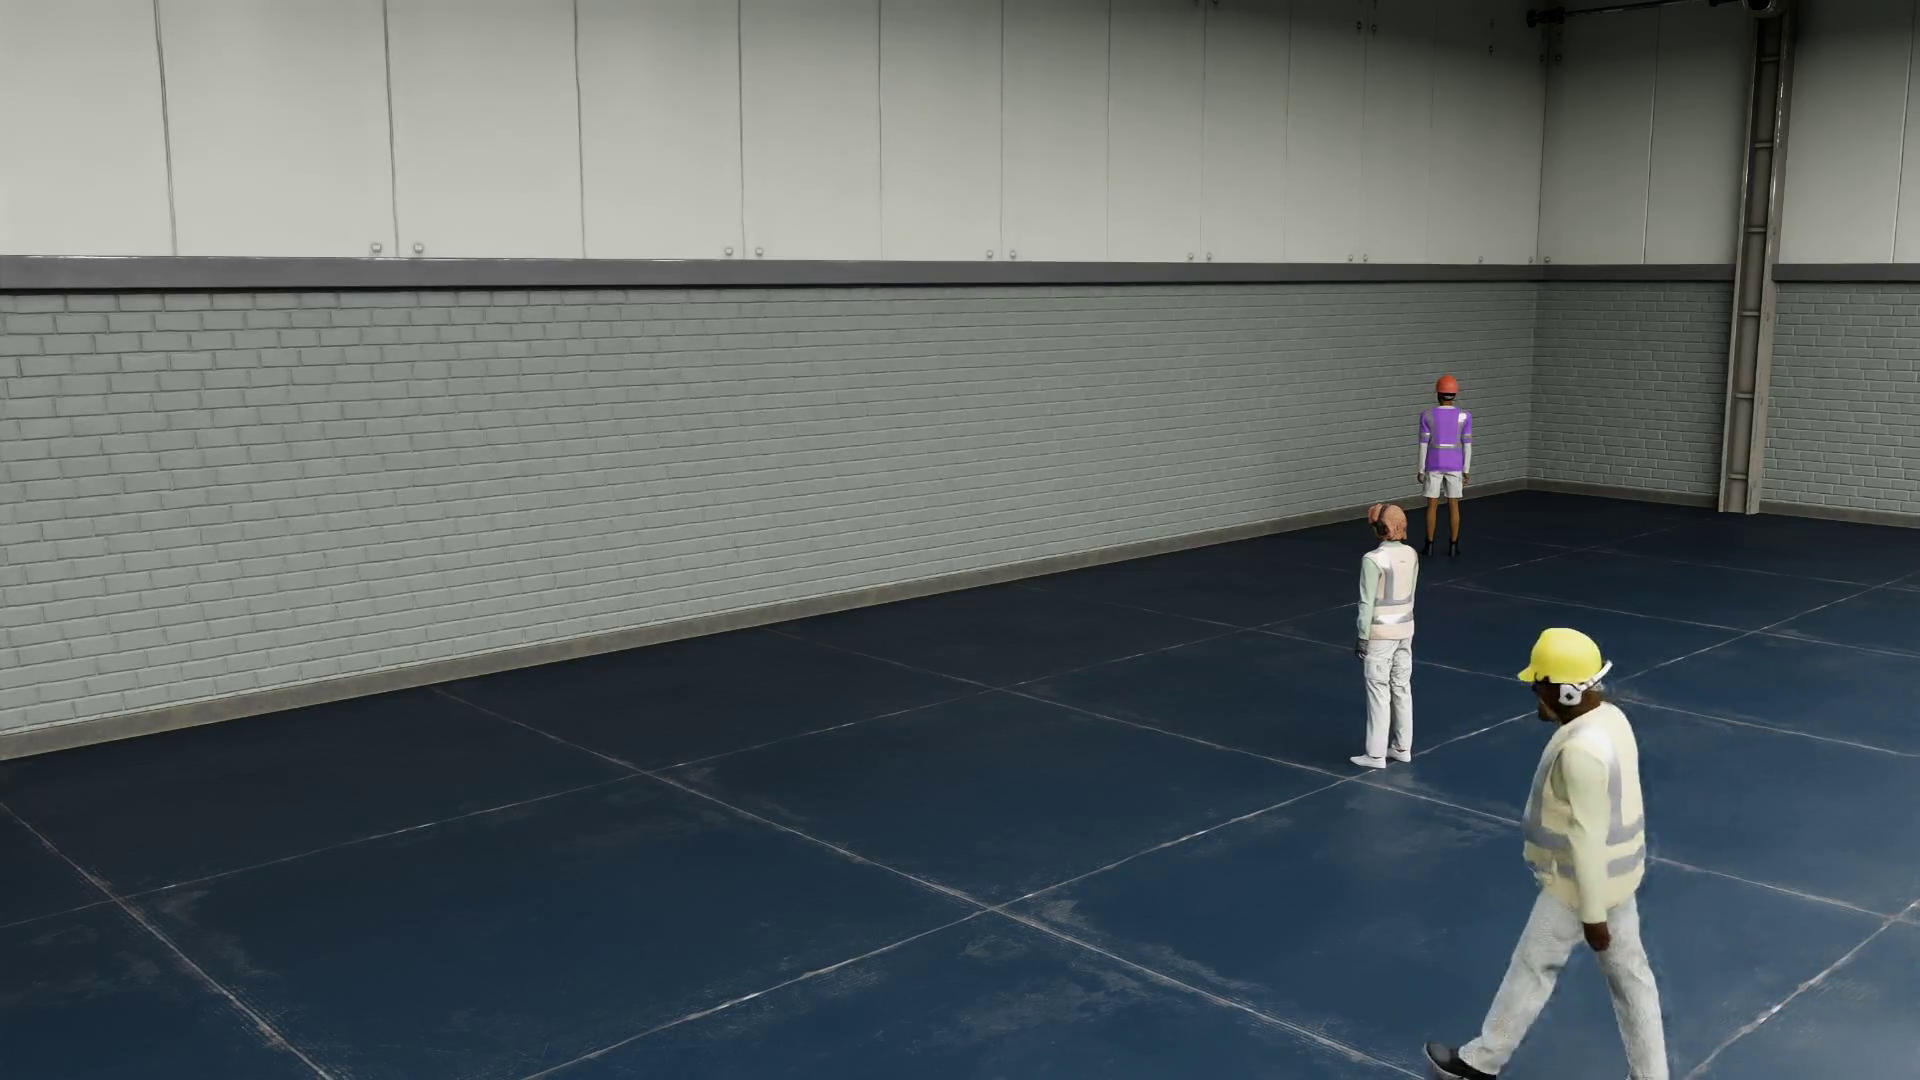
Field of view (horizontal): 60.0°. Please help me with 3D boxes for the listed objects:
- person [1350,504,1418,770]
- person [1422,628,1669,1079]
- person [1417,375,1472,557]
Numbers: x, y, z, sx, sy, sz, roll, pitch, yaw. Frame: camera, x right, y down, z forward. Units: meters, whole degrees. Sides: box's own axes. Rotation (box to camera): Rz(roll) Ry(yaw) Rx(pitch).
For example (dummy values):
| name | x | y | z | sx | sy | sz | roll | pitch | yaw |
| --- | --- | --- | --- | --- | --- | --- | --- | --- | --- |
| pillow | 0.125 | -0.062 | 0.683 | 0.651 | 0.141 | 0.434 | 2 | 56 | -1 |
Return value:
| name | x | y | z | sx | sy | sz | roll | pitch | yaw |
| --- | --- | --- | --- | --- | --- | --- | --- | --- | --- |
| person | 2.614 | 0.589 | 10.190 | 0.509 | 1.629 | 0.316 | -8 | 12 | -42 |
| person | 2.170 | 1.185 | 5.988 | 0.917 | 1.778 | 0.617 | 7 | 11 | 36 |
| person | 5.166 | -0.788 | 17.759 | 0.552 | 1.942 | 0.340 | 2 | 9 | 11 |
